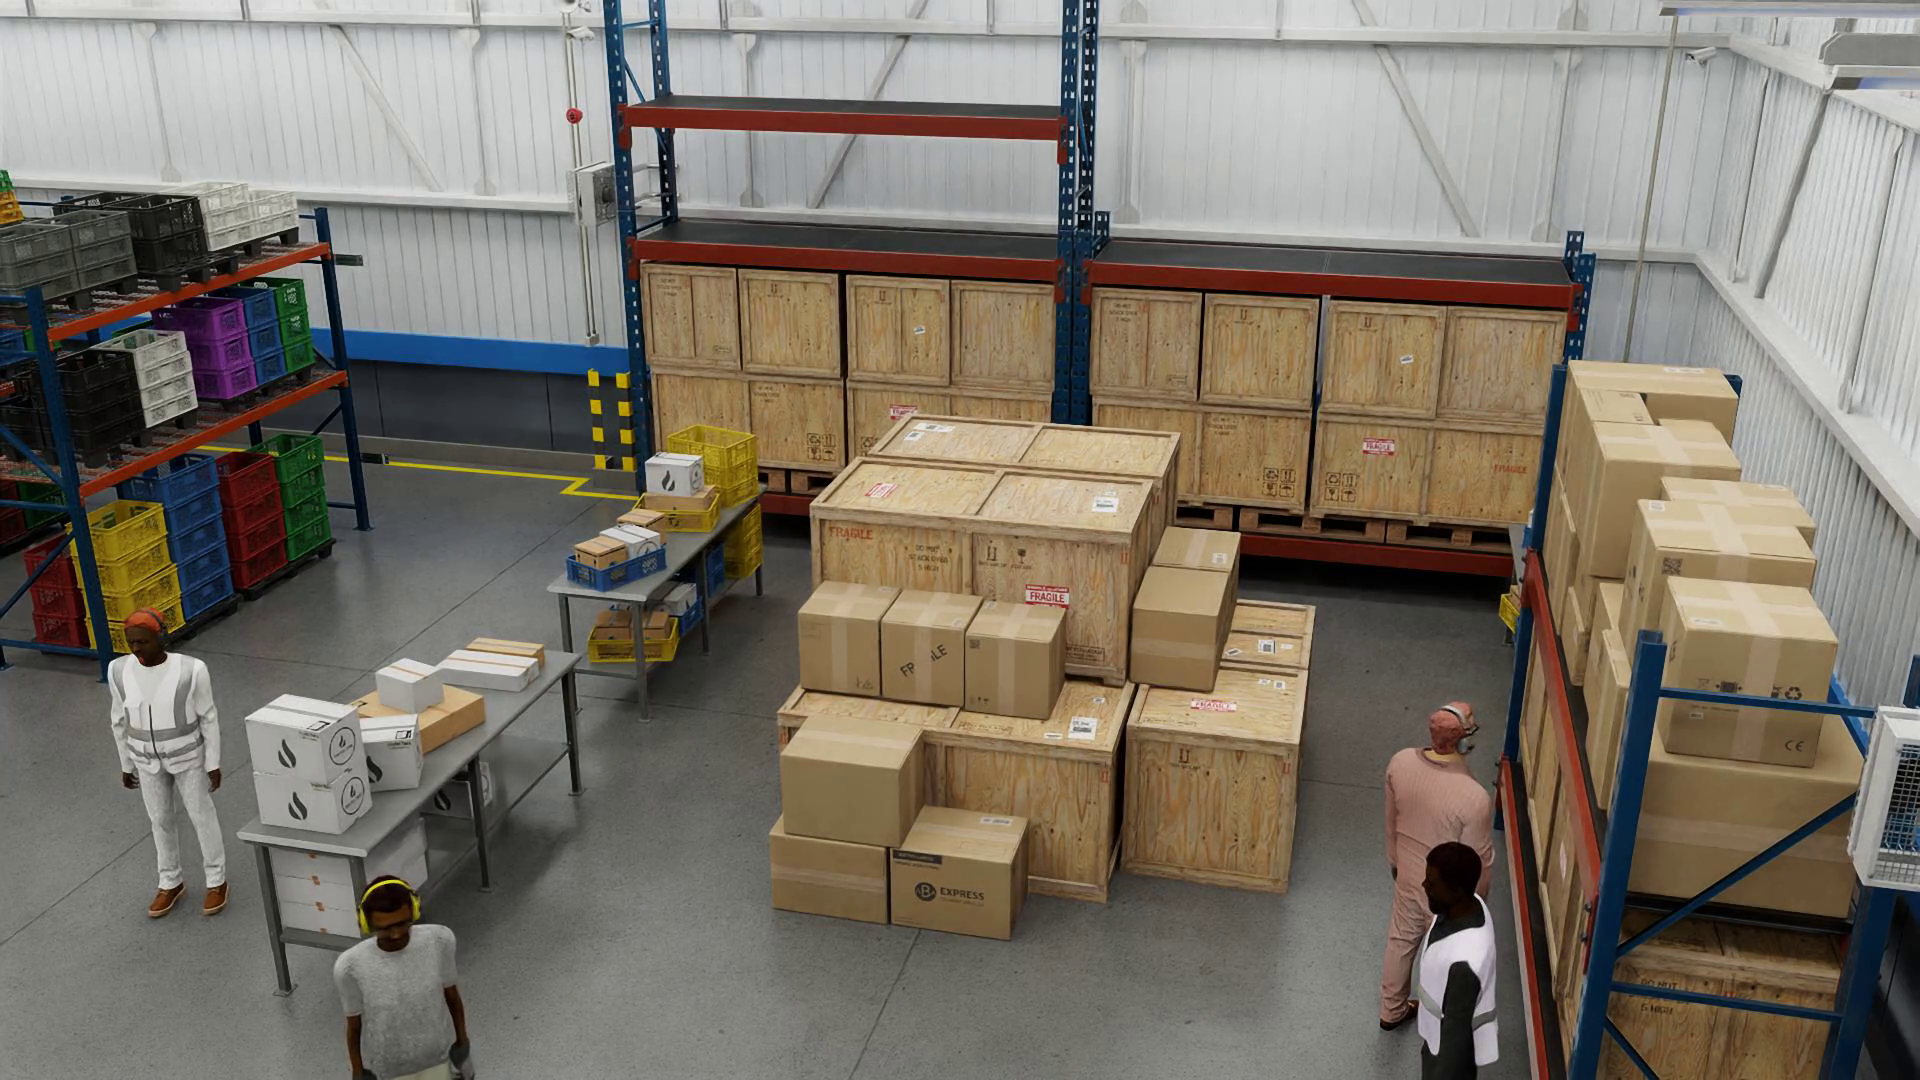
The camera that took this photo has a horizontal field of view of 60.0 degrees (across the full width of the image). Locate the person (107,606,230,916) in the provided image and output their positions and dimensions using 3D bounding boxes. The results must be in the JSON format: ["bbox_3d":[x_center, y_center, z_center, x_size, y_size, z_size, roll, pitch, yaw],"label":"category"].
[{"bbox_3d":[-4.496,1.263,9.464,0.573,1.883,0.356,-1,21,-3],"label":"person"}]

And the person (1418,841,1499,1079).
[{"bbox_3d":[2.090,2.147,7.120,0.409,1.908,0.597,5,21,13],"label":"person"}]

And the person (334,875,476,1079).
[{"bbox_3d":[-2.300,2.220,6.998,0.493,1.861,0.331,-11,24,-27],"label":"person"}]

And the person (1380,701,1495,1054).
[{"bbox_3d":[2.398,1.687,8.316,0.408,1.913,0.642,-12,24,-29],"label":"person"}]
